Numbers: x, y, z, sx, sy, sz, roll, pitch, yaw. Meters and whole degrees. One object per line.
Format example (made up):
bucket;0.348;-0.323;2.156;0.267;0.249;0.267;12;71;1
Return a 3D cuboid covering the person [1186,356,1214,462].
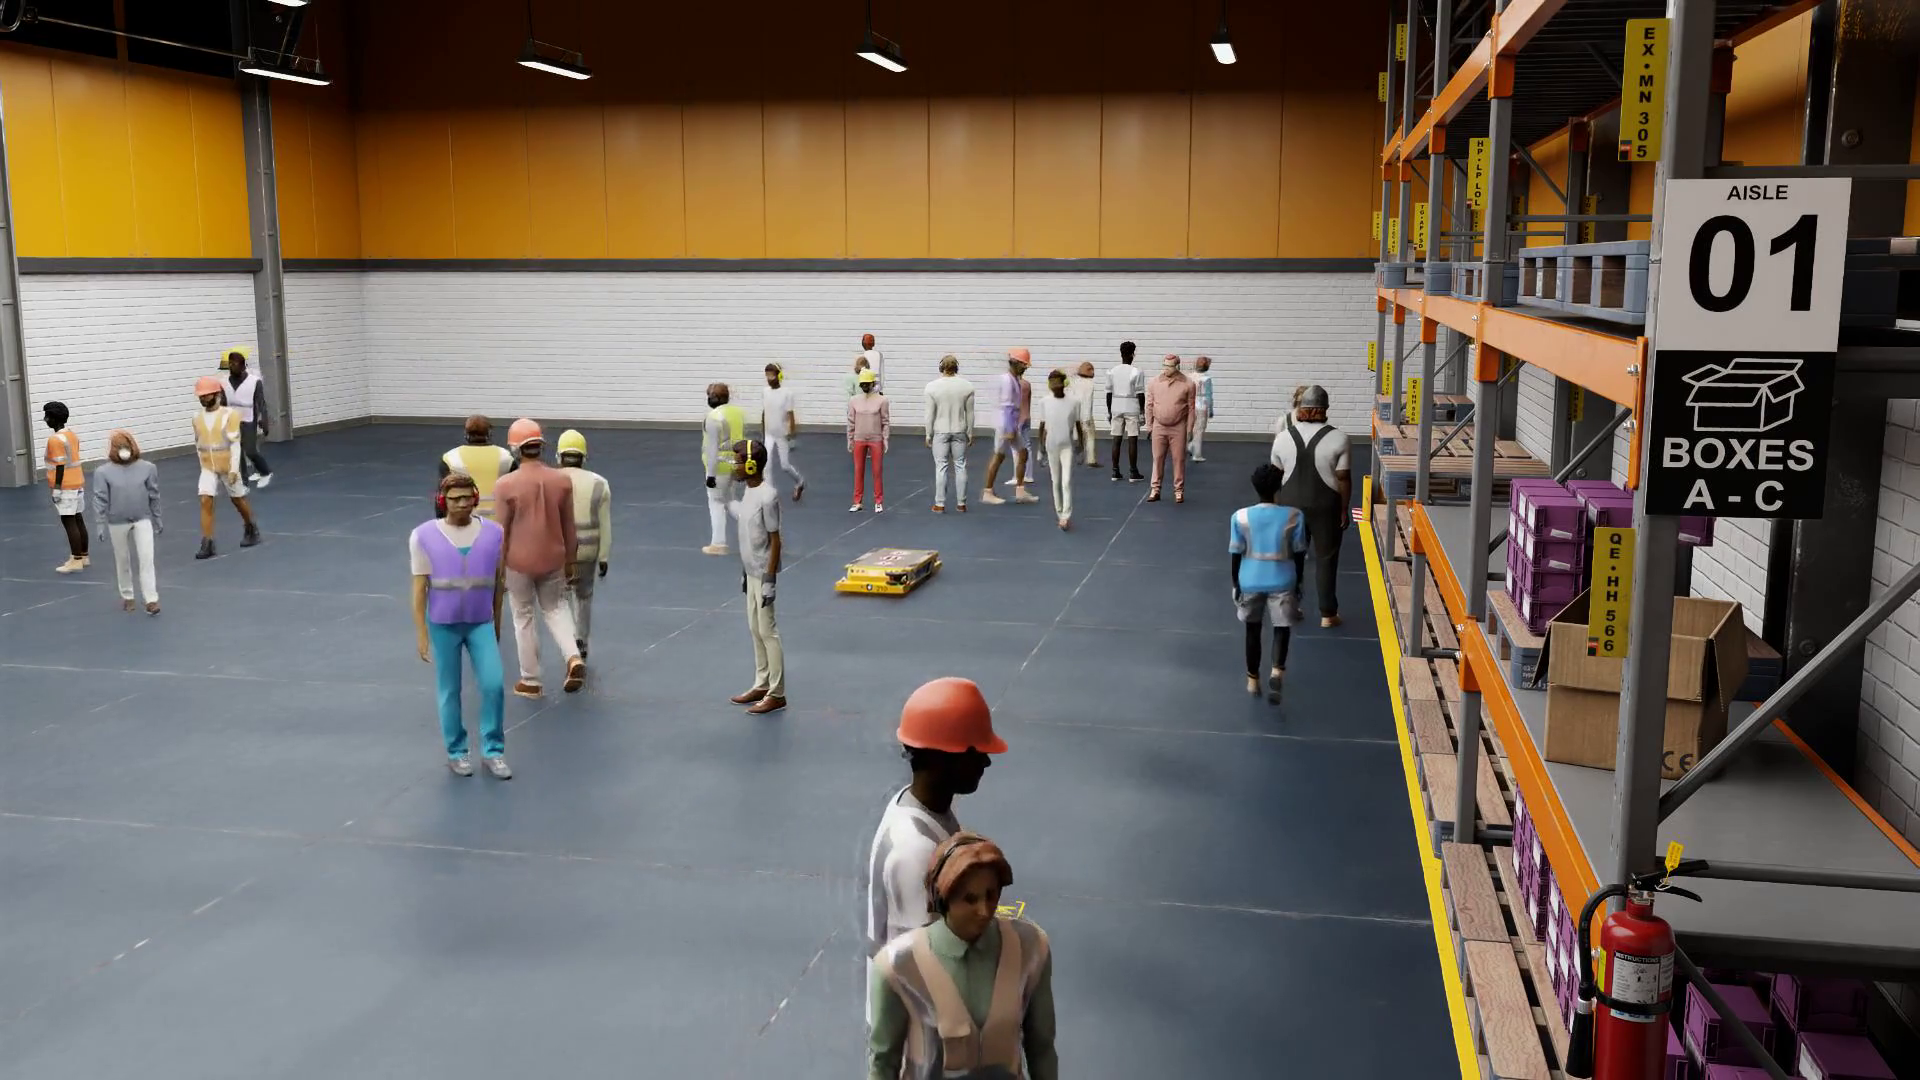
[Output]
person;3.704;-2.009;25.542;0.379;1.623;0.543;-4;10;-25

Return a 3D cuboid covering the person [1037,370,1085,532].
person;1.132;-0.999;18.881;0.528;1.821;0.919;2;10;11

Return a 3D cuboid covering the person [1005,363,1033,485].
person;0.793;-1.637;22.944;0.359;1.758;0.521;7;12;37

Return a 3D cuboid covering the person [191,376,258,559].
person;-7.764;-0.796;17.492;0.542;1.892;1.008;0;9;2

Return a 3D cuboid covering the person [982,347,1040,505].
person;0.679;-1.428;20.964;0.859;1.983;0.756;2;10;11

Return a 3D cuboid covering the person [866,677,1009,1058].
person;-0.050;1.322;4.616;0.406;1.918;0.550;1;10;8

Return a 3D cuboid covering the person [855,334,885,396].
person;-1.514;-2.491;27.702;0.574;1.883;0.356;-7;12;-38

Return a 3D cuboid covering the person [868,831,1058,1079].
person;-0.017;1.516;4.362;0.523;1.621;0.572;-4;10;-21

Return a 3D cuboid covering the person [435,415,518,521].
person;-3.992;-0.135;13.727;0.647;1.797;0.918;-5;11;-27

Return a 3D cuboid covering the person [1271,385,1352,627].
person;2.989;-0.302;14.032;0.681;2.000;0.535;6;11;31

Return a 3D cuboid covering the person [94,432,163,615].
person;-7.153;-0.128;14.333;0.534;1.587;0.854;-6;11;-31

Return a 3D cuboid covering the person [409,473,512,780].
person;-2.897;0.523;9.730;0.575;1.821;0.659;-6;11;-31

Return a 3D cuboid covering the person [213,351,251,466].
person;-10.927;-1.967;24.962;0.484;1.744;0.294;-5;11;-28

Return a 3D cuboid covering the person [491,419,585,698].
person;-2.912;0.150;11.507;0.613;1.974;0.605;-9;13;-42

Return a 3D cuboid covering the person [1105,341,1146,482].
person;2.326;-1.795;23.252;0.604;1.966;0.367;6;11;31

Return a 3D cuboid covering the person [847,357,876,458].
person;-1.528;-2.064;26.011;0.515;1.576;0.892;-3;10;-19

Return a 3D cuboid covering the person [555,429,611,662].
person;-2.891;0.081;12.432;0.591;1.806;0.736;-4;10;-24

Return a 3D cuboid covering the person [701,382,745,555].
person;-2.416;-0.737;17.330;0.564;1.824;0.631;4;10;23

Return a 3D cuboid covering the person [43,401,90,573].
person;-8.820;-0.524;16.395;0.318;1.697;0.540;-2;10;-11

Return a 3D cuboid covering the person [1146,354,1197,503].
person;2.672;-1.421;21.196;0.636;1.903;0.404;3;10;17

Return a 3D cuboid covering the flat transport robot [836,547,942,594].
flat transport robot;-0.659;0.277;15.863;0.652;0.197;1.431;2;10;14

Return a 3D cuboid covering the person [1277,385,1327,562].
person;3.515;-0.715;17.246;0.528;1.818;0.813;1;9;6

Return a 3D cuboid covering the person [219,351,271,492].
person;-9.486;-1.566;22.089;0.642;1.895;0.511;2;10;10

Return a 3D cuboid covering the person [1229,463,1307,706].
person;2.109;0.306;11.454;0.533;1.674;0.689;2;10;14

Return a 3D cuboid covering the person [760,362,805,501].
person;-2.244;-1.310;20.776;0.529;1.832;0.815;5;10;26

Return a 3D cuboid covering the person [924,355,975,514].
person;-0.131;-1.284;20.259;0.630;1.940;0.371;-2;10;-14

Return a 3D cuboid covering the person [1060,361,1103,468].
person;1.767;-1.851;24.695;0.721;1.608;0.504;-6;11;-32

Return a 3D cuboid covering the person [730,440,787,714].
person;-1.371;0.246;11.271;0.323;1.862;0.518;-4;10;-24

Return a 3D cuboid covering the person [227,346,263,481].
person;-10.019;-1.731;23.075;0.609;1.891;0.857;6;11;32

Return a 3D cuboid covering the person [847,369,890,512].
person;-1.125;-1.209;20.326;0.532;1.767;0.328;1;10;8
